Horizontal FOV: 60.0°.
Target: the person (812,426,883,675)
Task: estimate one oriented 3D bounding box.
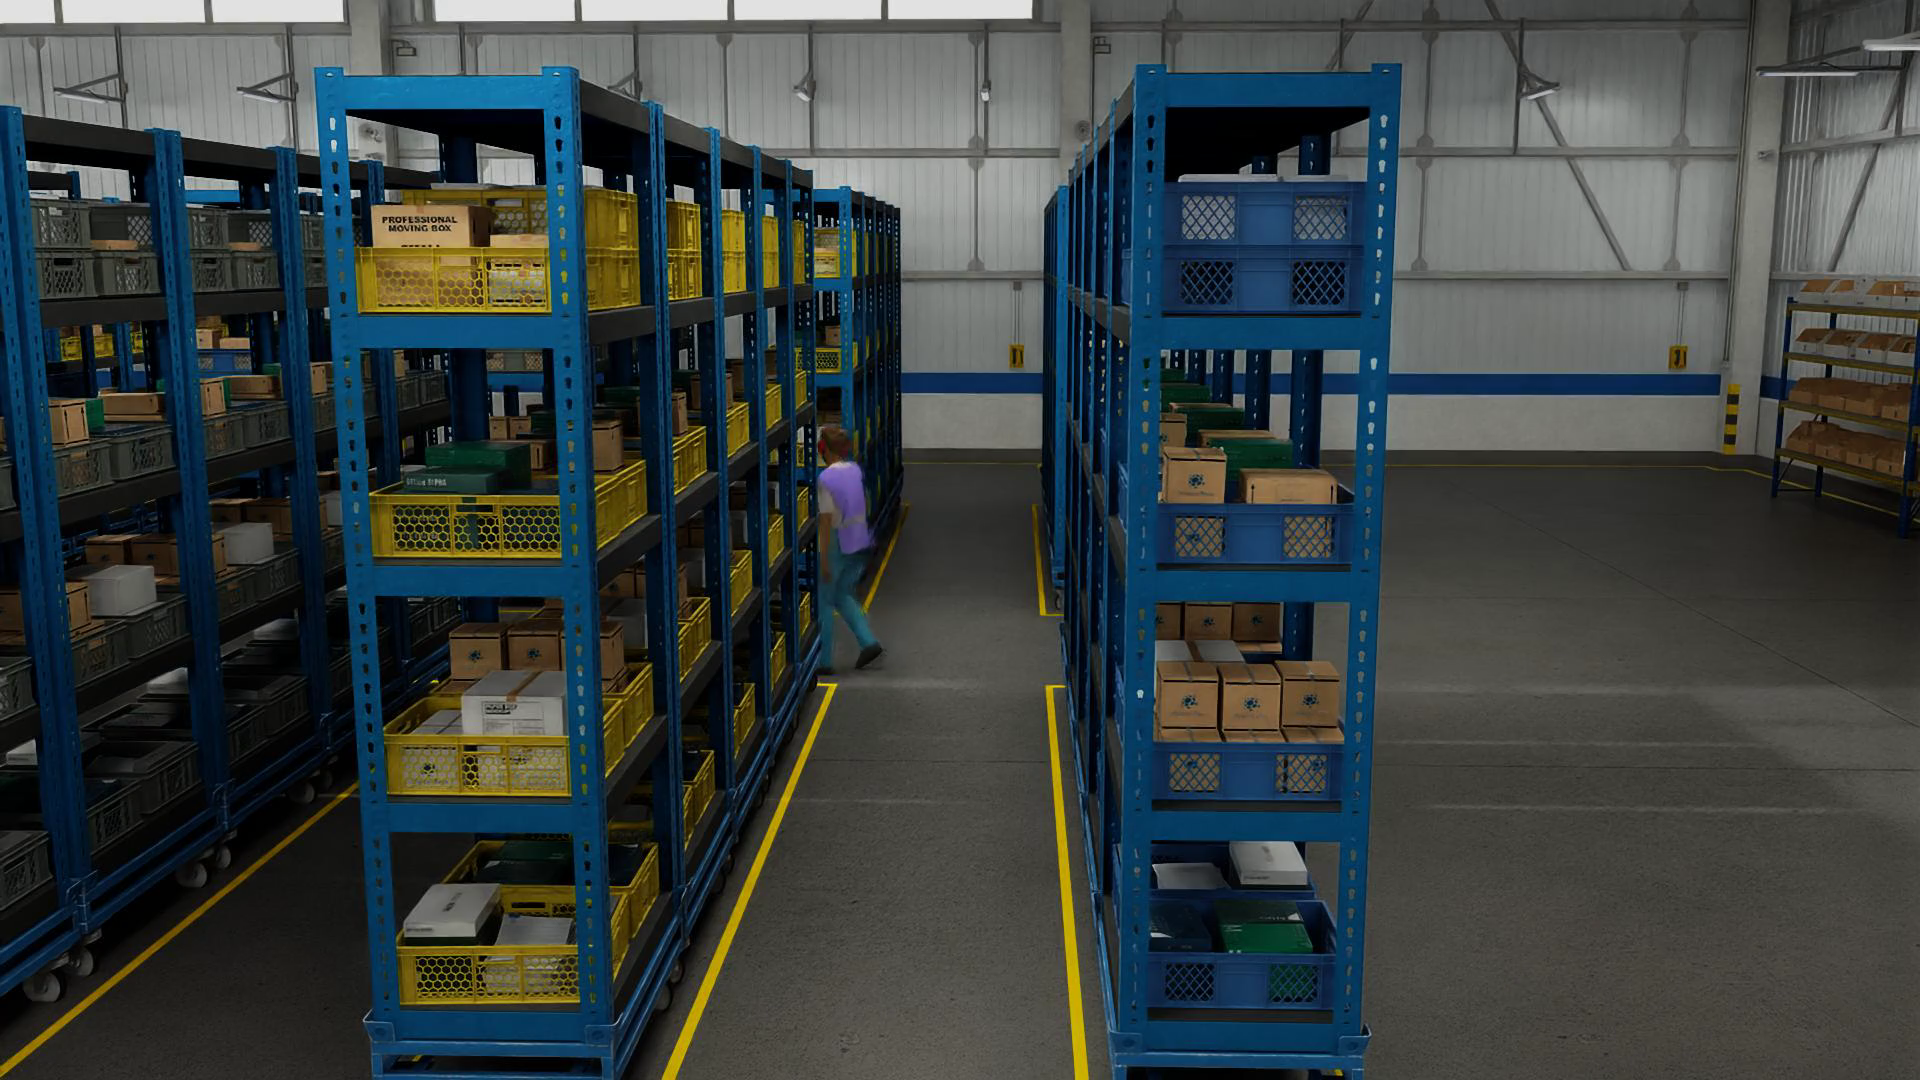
[{"bbox_3d":[-0.883,0.081,12.051,0.552,1.823,0.591,4,10,22],"label":"person"}]
